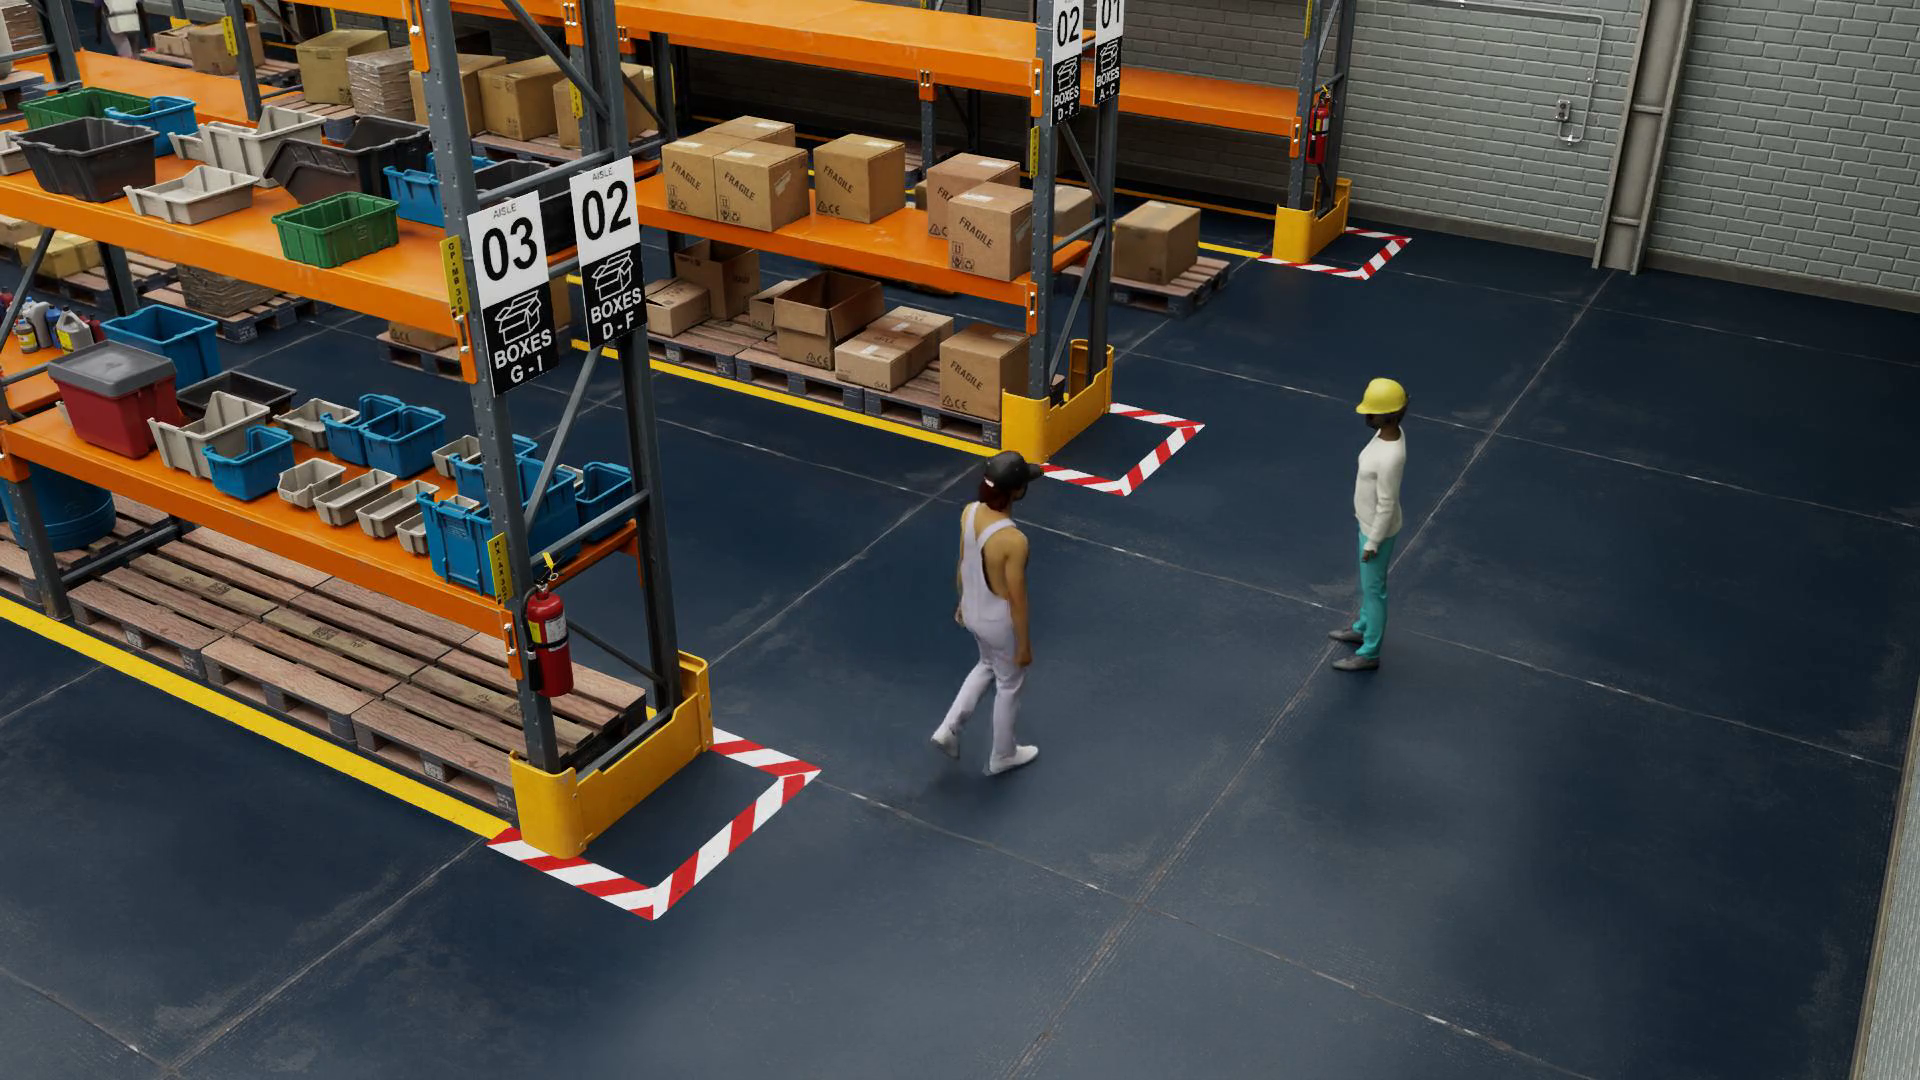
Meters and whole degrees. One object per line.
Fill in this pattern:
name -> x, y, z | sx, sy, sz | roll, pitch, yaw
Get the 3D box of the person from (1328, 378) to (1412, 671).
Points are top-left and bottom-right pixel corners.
person -> 2.289, -0.085, 9.255 | 0.317, 1.762, 0.521 | 5, 29, 8

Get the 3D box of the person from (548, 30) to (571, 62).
person -> -4.115, -4.441, 17.173 | 0.729, 1.663, 0.317 | 10, 31, 18

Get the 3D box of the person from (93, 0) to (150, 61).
person -> -10.096, -6.166, 20.115 | 0.926, 1.804, 0.573 | 24, 37, 36

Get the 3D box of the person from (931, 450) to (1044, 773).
person -> 0.164, 0.394, 8.302 | 0.535, 1.842, 0.537 | -20, 35, -32

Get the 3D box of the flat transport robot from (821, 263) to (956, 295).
flat transport robot -> -0.509, -2.532, 15.176 | 1.431, 0.231, 0.659 | 17, 34, 28
